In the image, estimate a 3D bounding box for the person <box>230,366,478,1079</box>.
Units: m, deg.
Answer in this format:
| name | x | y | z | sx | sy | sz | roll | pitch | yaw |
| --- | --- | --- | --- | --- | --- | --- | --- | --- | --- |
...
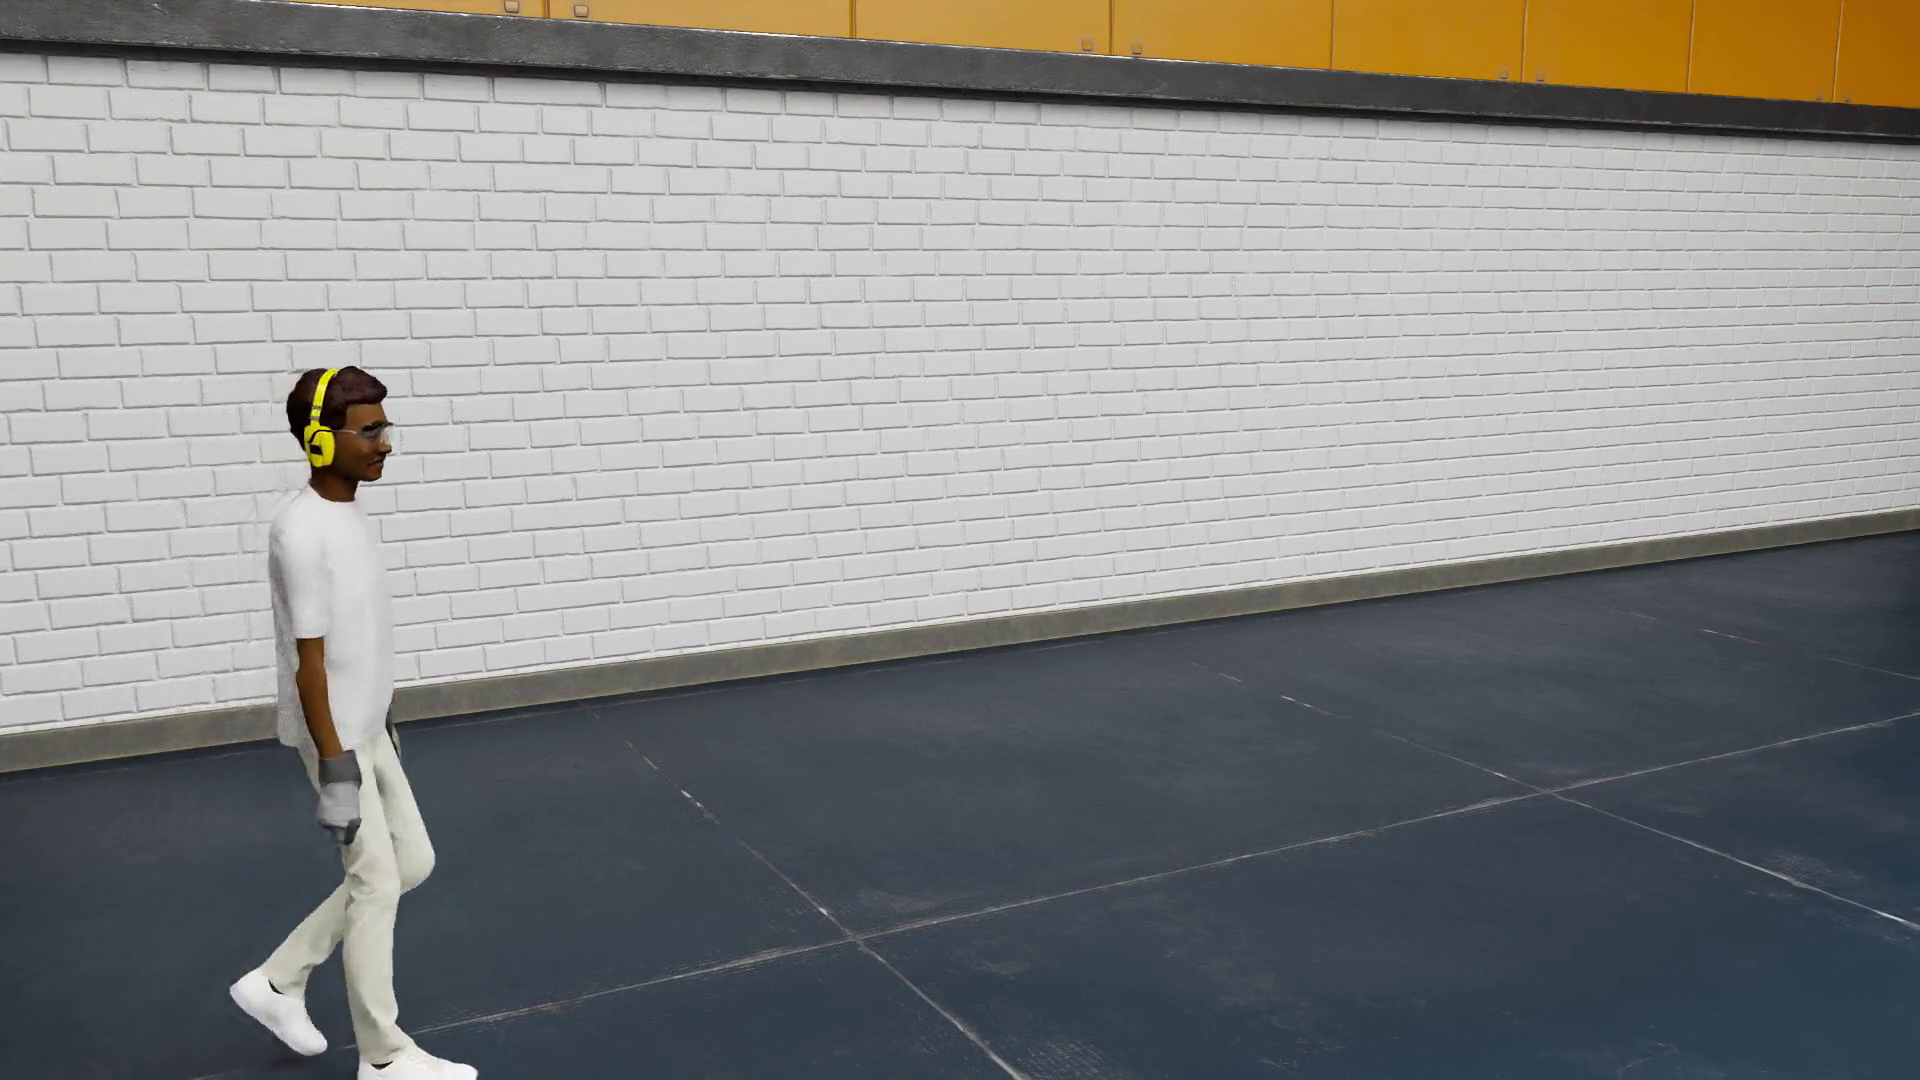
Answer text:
| name | x | y | z | sx | sy | sz | roll | pitch | yaw |
| --- | --- | --- | --- | --- | --- | --- | --- | --- | --- |
| person | -1.534 | 0.499 | 4.117 | 0.514 | 1.849 | 0.553 | -1 | 10 | -6 |
